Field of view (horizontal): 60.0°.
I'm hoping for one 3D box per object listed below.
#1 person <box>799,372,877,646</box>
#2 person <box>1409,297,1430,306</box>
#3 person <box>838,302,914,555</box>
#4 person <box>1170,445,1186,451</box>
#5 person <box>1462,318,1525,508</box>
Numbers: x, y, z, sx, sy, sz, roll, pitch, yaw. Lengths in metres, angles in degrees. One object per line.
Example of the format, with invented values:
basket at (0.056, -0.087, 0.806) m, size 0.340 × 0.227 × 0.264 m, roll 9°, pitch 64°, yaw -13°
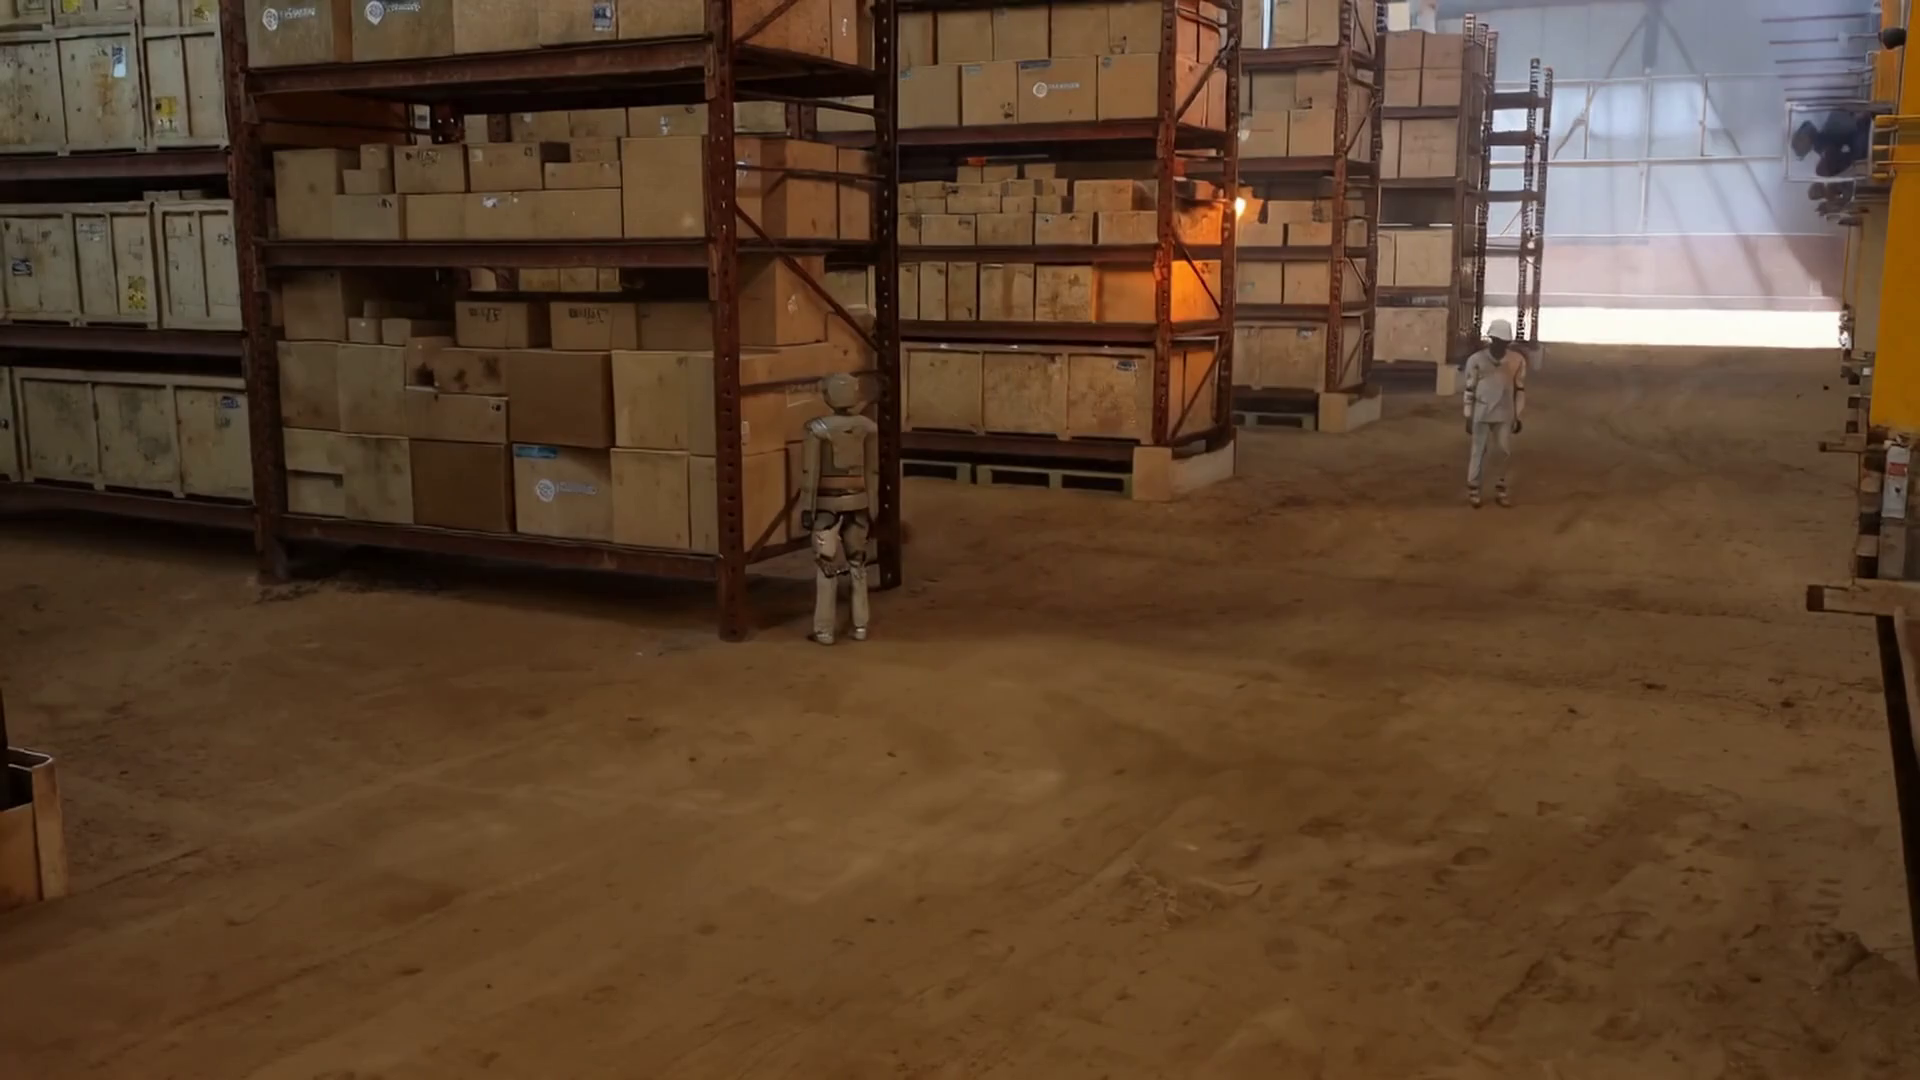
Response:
person at (-0.713, -0.182, 9.916) m, size 0.523 × 1.631 × 0.319 m, roll -7°, pitch 12°, yaw -34°
person at (10.544, -5.121, 38.309) m, size 0.506 × 1.691 × 0.905 m, roll -4°, pitch 11°, yaw -21°
person at (-0.689, -0.837, 12.757) m, size 0.902 × 1.961 × 0.621 m, roll 7°, pitch 12°, yaw 36°
person at (2.396, -2.006, 19.769) m, size 0.562 × 1.883 × 1.011 m, roll -7°, pitch 12°, yaw -35°
person at (4.880, -1.151, 15.200) m, size 0.569 × 1.744 × 0.352 m, roll 0°, pitch 10°, yaw -2°
